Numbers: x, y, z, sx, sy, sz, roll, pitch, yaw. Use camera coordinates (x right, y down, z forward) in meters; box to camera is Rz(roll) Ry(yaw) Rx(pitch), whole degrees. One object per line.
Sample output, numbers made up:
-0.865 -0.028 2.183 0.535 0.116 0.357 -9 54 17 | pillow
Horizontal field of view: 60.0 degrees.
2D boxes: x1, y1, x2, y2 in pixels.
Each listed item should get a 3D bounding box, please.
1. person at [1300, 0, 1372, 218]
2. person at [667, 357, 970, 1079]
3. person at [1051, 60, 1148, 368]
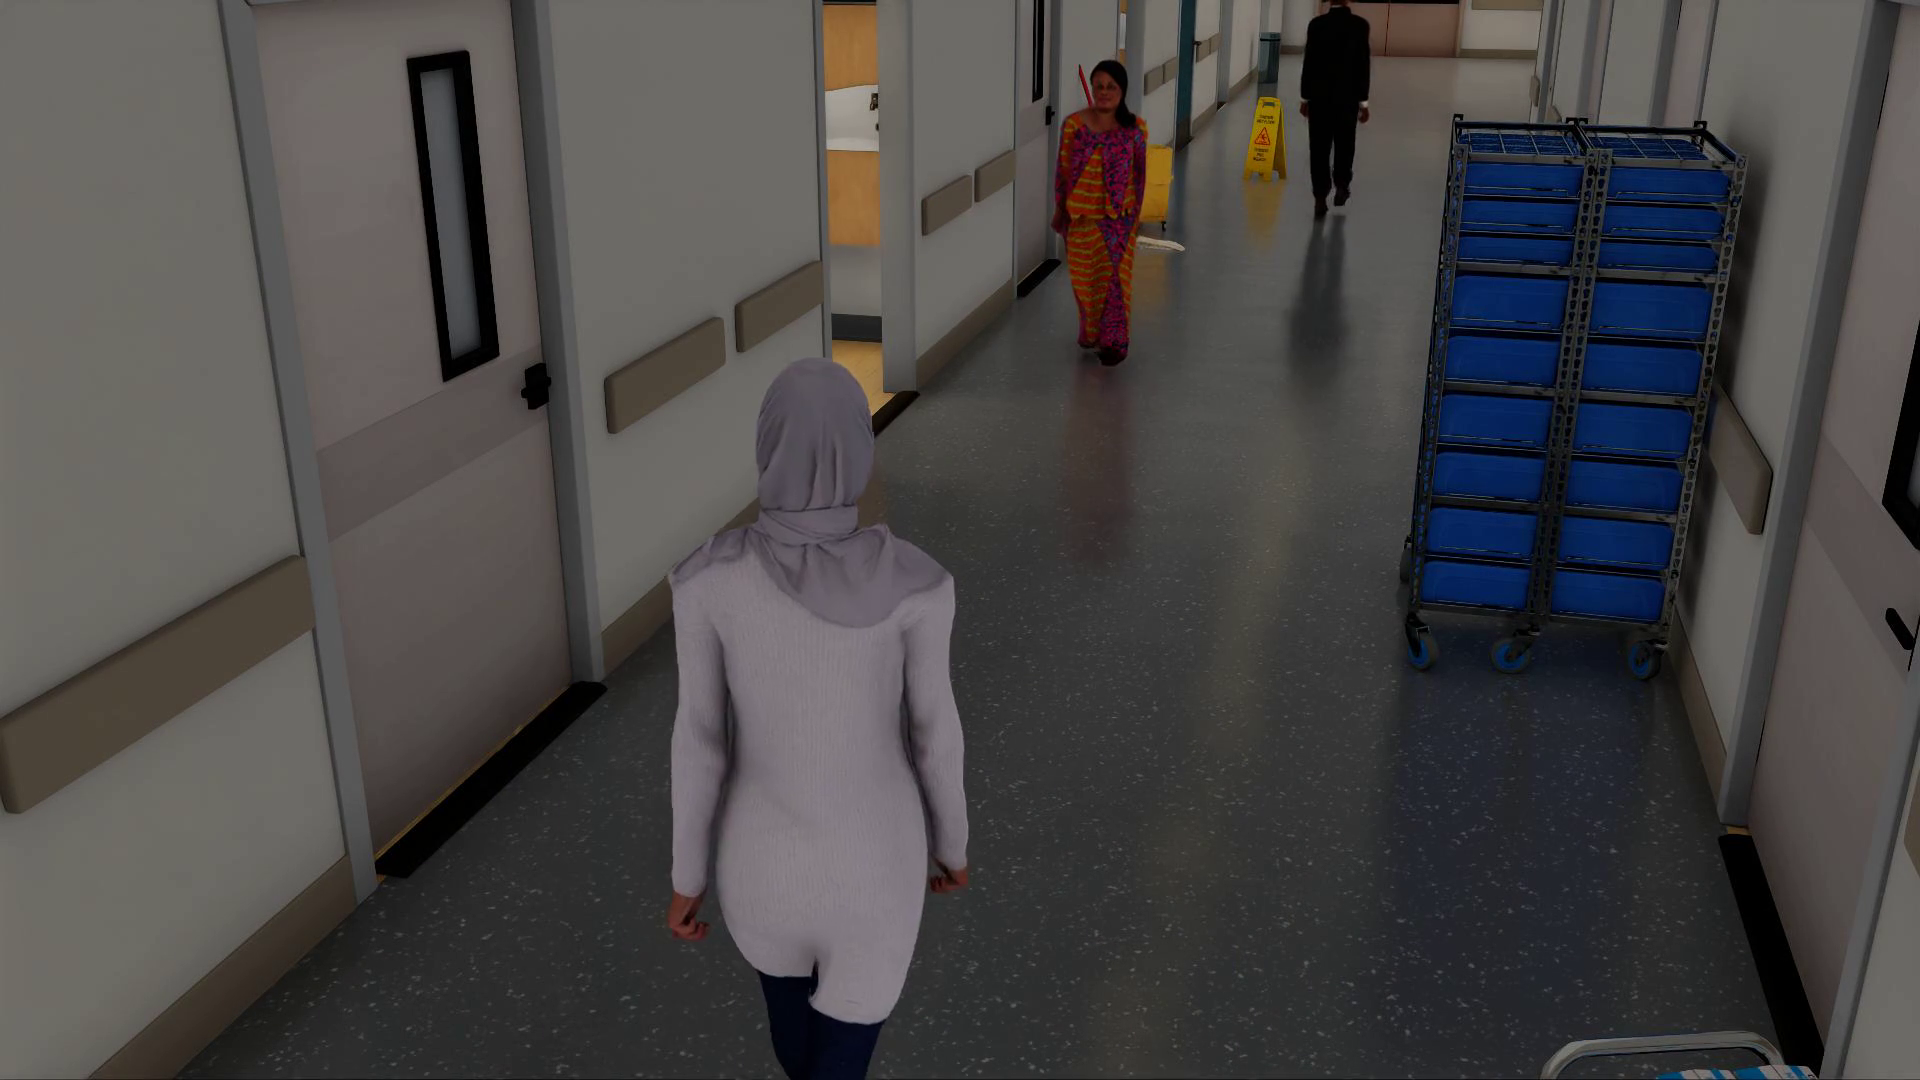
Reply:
3.075 -3.615 13.708 0.749 1.879 1.079 5 21 13 | person
-0.249 0.609 2.748 0.748 1.743 1.086 2 21 5 | person
0.795 -1.850 9.354 0.703 1.647 1.120 4 21 11 | person
